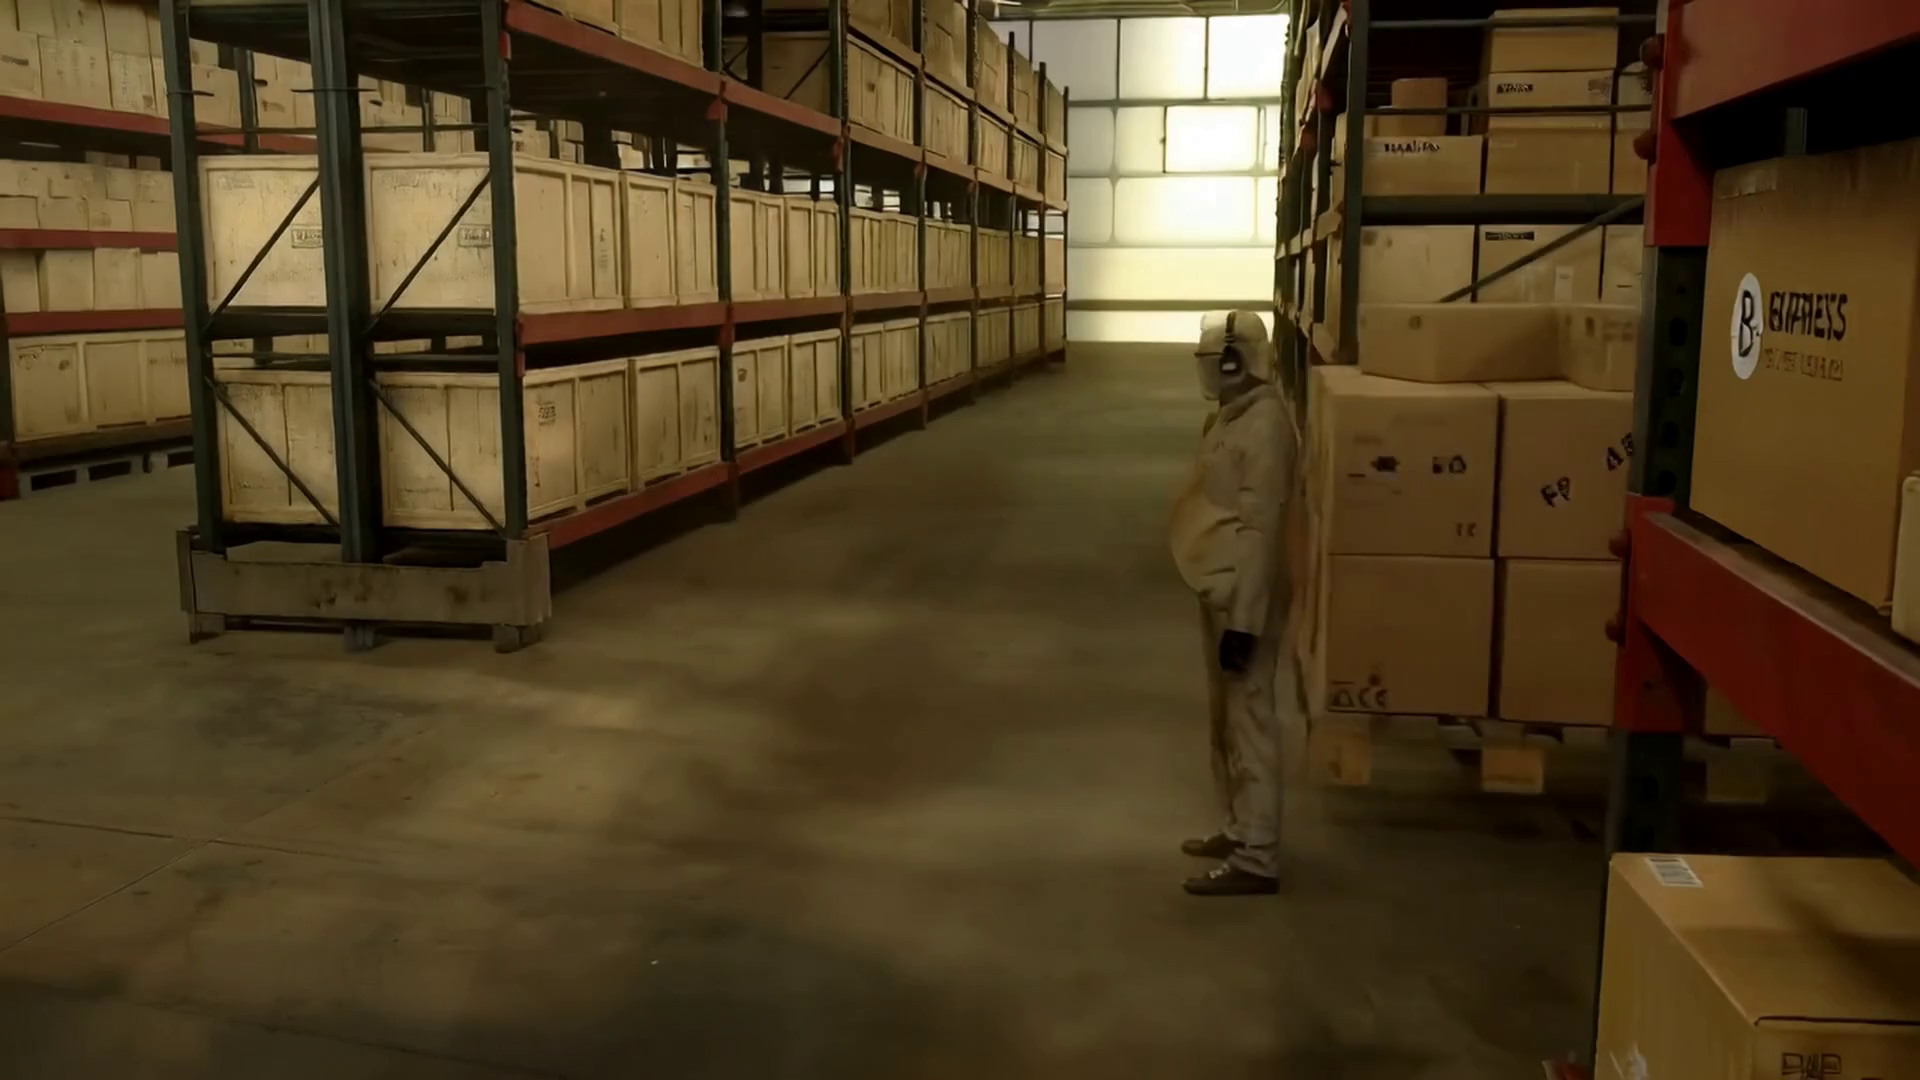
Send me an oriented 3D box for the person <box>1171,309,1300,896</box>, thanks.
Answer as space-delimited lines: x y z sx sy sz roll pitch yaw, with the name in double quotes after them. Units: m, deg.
0.888 0.204 5.442 0.401 1.904 0.650 1 9 7 "person"
